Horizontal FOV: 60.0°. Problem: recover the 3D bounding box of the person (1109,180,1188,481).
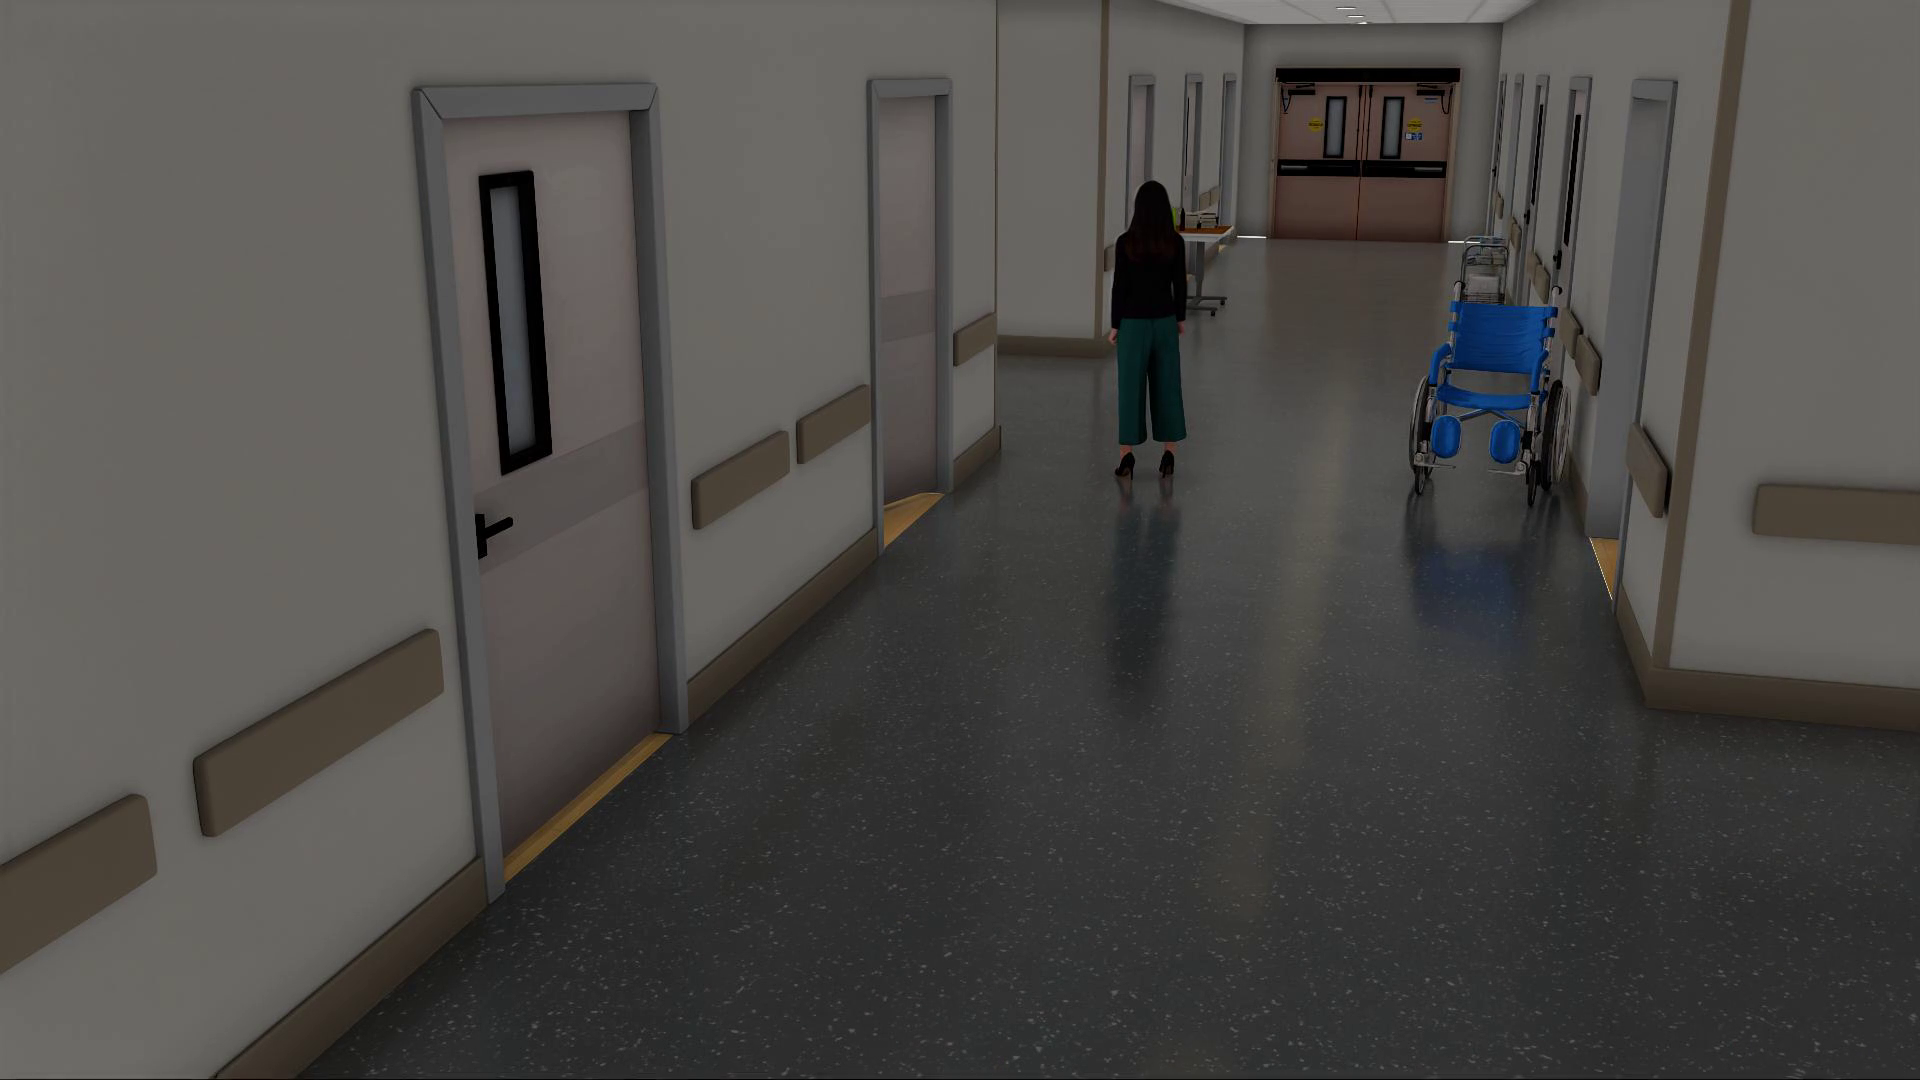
[{"bbox_3d":[1.105,-1.223,9.762,0.684,1.740,0.643,-2,16,-6],"label":"person"}]
